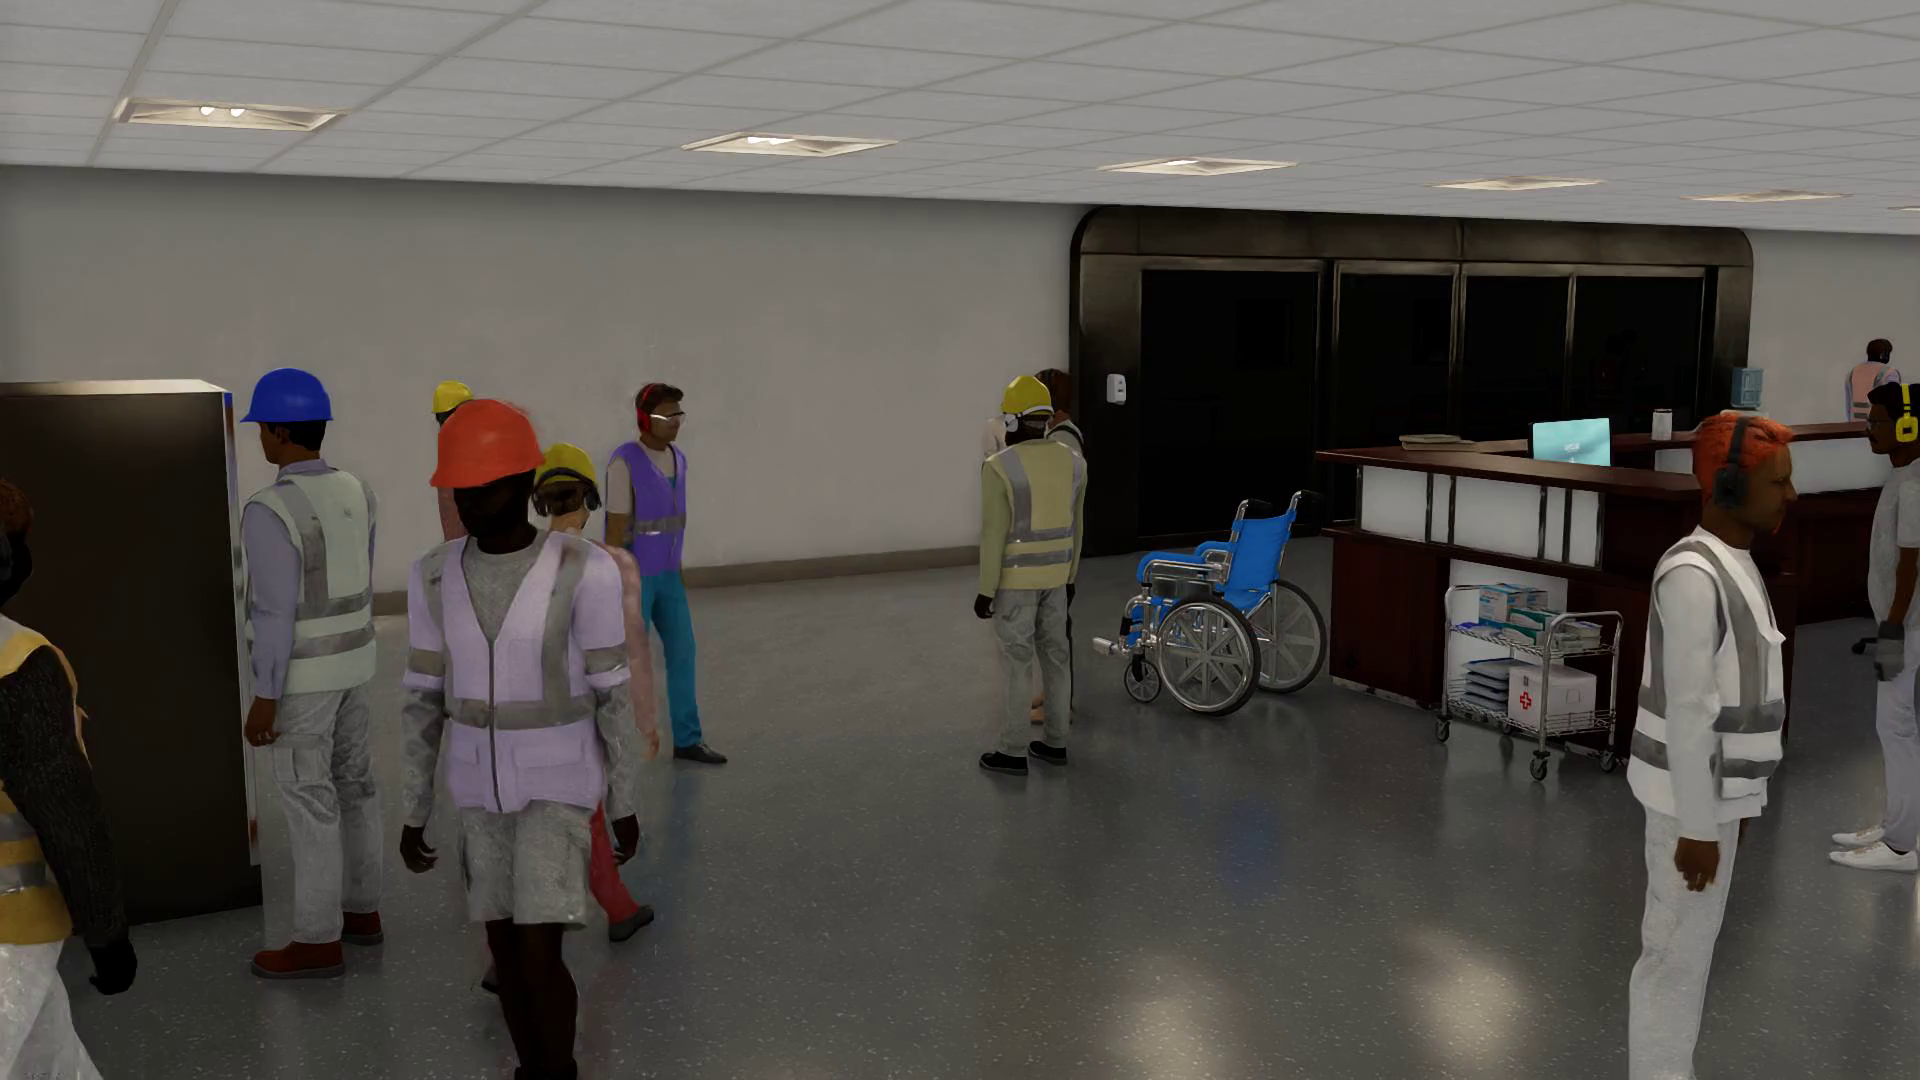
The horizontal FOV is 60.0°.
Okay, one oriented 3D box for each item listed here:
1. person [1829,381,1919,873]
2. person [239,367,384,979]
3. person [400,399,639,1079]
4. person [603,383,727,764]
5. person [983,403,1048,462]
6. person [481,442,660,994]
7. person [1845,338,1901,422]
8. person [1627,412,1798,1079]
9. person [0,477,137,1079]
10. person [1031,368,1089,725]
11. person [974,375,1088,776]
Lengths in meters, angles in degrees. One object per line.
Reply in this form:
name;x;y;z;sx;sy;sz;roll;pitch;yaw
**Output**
person;3.566;0.331;6.342;0.326;1.862;0.509;4;9;30
person;-2.085;0.423;5.348;0.388;1.947;0.611;1;8;9
person;-1.096;0.620;4.017;0.564;1.916;0.519;2;8;13
person;-1.529;0.160;7.800;0.802;1.808;0.612;3;8;21
person;0.412;-0.349;12.119;0.504;1.627;0.285;-1;8;-11
person;-1.259;0.553;5.291;0.544;1.707;0.886;3;8;22
person;9.384;-1.142;17.064;0.429;1.844;0.627;-3;8;-19
person;1.826;0.633;4.064;0.355;1.884;0.572;5;9;31
person;-1.973;0.751;3.512;0.654;1.794;0.959;4;9;29
person;0.465;0.039;8.555;0.383;1.836;0.513;2;8;13
person;0.305;0.163;7.647;0.586;1.833;0.403;-6;10;-38
